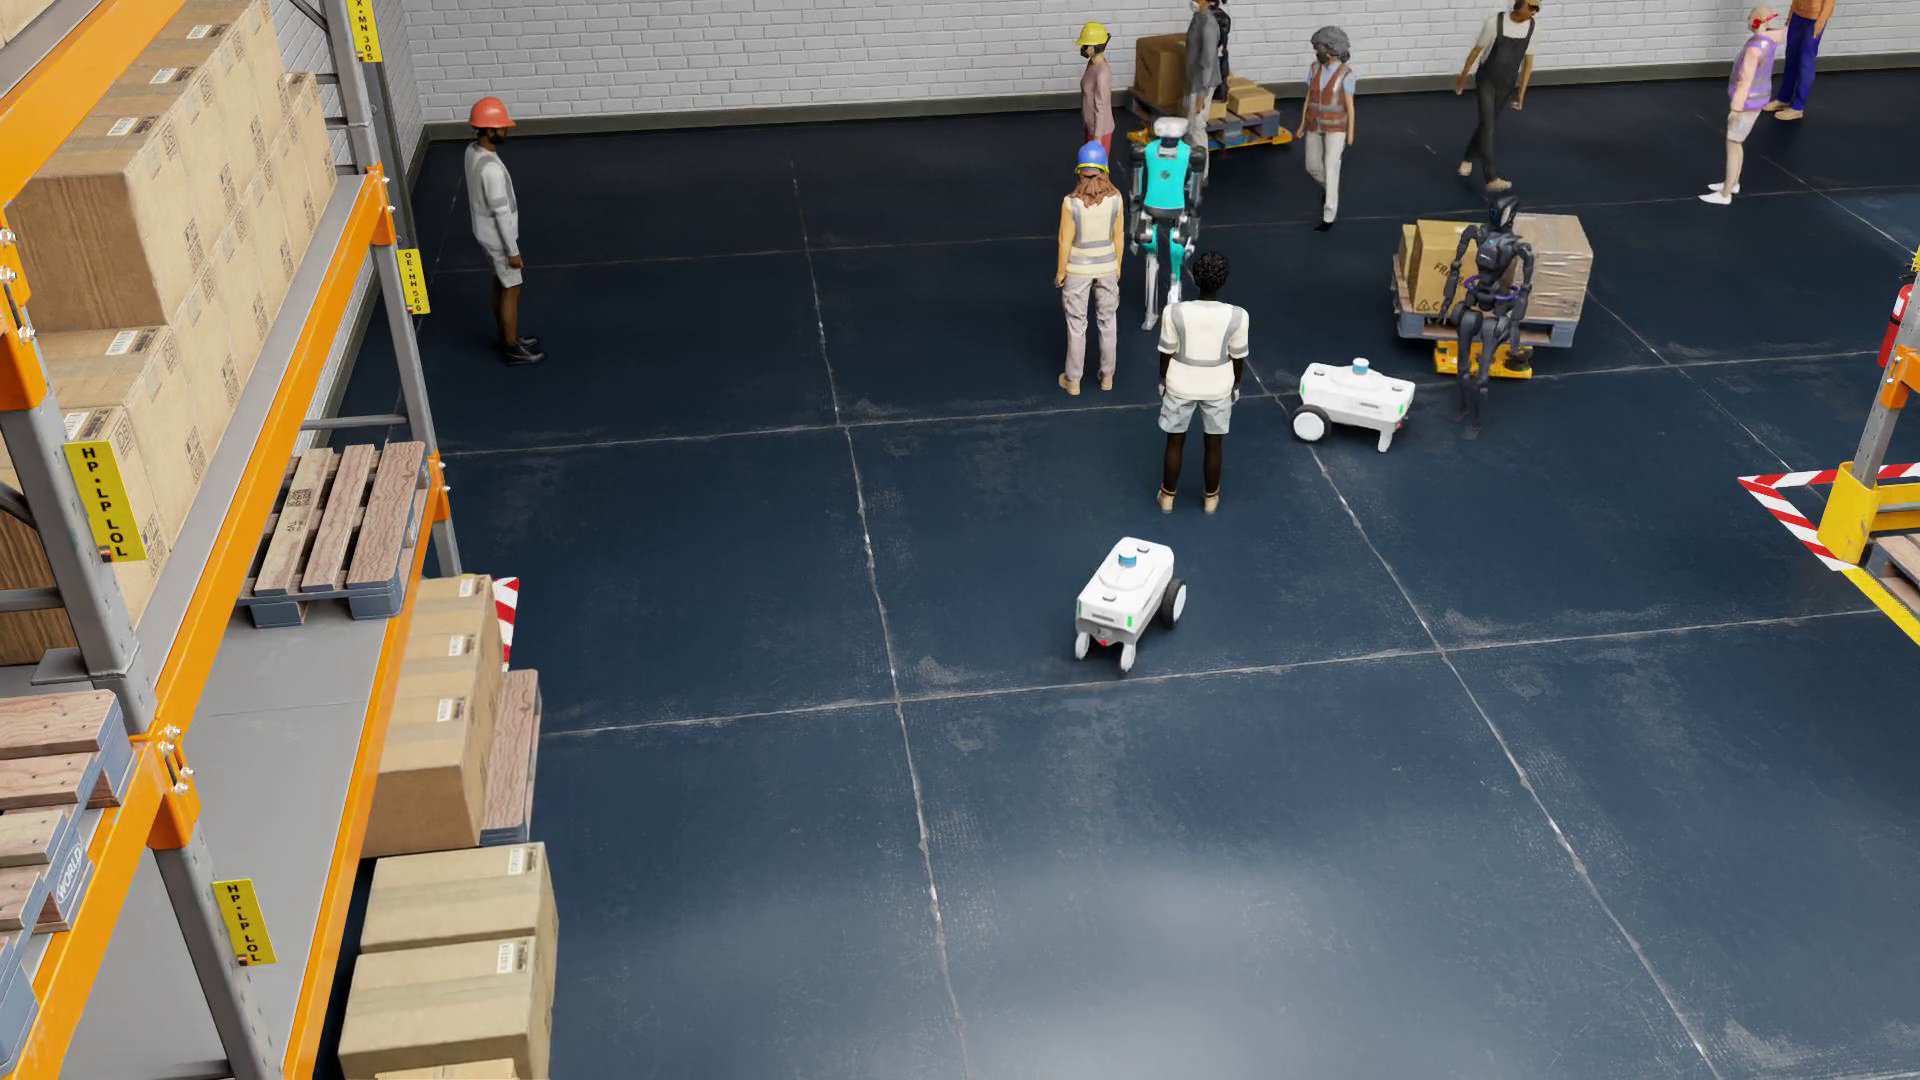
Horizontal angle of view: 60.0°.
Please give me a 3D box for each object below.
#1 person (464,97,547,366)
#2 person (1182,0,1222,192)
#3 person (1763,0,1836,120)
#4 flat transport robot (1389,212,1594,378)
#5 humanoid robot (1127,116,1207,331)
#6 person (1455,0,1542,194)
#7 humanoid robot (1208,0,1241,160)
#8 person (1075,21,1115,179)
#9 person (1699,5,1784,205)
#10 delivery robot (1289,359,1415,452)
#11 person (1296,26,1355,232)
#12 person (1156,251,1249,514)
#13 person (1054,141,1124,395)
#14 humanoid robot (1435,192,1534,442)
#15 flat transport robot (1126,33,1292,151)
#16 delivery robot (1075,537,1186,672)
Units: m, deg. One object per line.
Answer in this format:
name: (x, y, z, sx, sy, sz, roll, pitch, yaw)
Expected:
person: (-3.189, -2.137, 11.617, 0.388, 1.926, 0.546, -17, 37, -24)
person: (2.090, -3.973, 14.474, 0.360, 1.883, 0.650, -3, 33, -4)
person: (8.209, -5.085, 16.091, 0.405, 1.976, 0.509, -7, 34, -11)
flat transport robot: (3.805, -1.606, 12.314, 0.659, 0.231, 1.431, 4, 33, 7)
humanoid robot: (1.481, -2.259, 11.990, 0.532, 1.788, 0.817, 6, 34, 10)
person: (4.686, -3.949, 14.522, 0.584, 1.772, 0.944, -3, 33, -5)
humanoid robot: (2.292, -4.283, 15.158, 0.646, 1.643, 0.608, -10, 34, -15)
person: (1.089, -3.372, 13.659, 0.347, 1.759, 0.520, -4, 33, -6)
person: (6.728, -3.721, 14.258, 0.362, 1.683, 0.511, 22, 39, 29)
delivery robot: (2.595, -0.924, 10.999, 0.757, 0.586, 0.519, 15, 36, 21)
person: (3.115, -3.488, 13.922, 0.479, 1.657, 0.642, 28, 42, 35)
person: (1.434, -0.915, 9.954, 0.532, 1.691, 0.319, 2, 33, 3)
person: (0.871, -1.828, 11.275, 0.470, 1.775, 0.324, -6, 34, -10)
humanoid robot: (3.397, -1.483, 10.839, 0.611, 1.645, 0.428, 28, 42, 35)
flat transport robot: (2.369, -3.875, 15.791, 1.431, 0.231, 0.659, -12, 35, -18)
delivery robot: (0.920, 0.303, 9.144, 0.499, 0.614, 0.790, 15, 36, 21)
